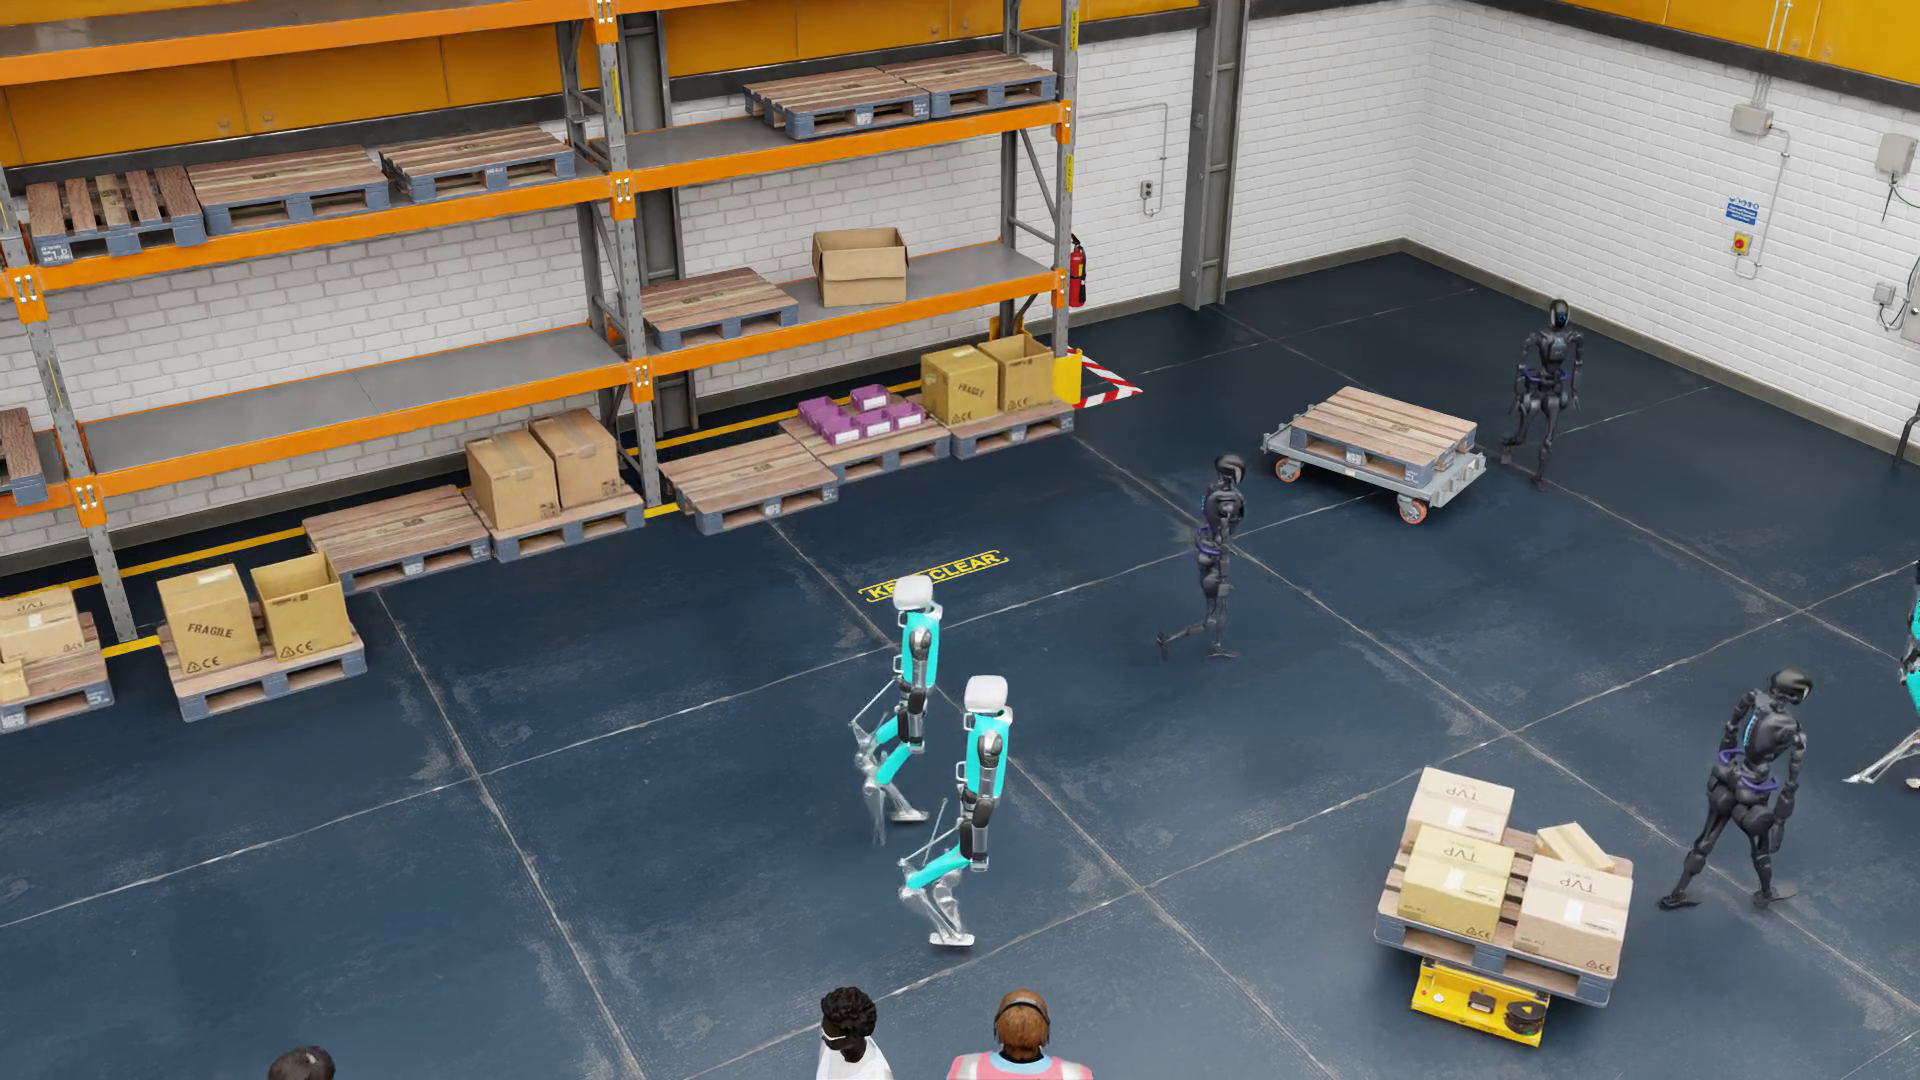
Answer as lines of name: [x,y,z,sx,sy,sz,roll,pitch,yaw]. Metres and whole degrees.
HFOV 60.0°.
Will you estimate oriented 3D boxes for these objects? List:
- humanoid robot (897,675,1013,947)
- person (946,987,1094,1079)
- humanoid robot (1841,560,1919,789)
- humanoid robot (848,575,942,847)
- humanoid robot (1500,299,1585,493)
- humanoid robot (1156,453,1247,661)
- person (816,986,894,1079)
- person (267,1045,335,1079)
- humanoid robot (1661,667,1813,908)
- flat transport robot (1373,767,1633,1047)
humanoid robot: [-0.079,1.552,8.835,0.740,1.888,0.549,0,29,0]
person: [0.247,2.582,6.825,0.620,1.837,0.431,6,30,10]
humanoid robot: [5.984,0.836,10.024,0.841,1.798,0.540,0,29,-1]
humanoid robot: [-0.446,1.045,9.715,0.692,1.886,0.538,1,29,1]
humanoid robot: [4.834,-1.260,13.789,0.593,1.642,0.621,-2,30,-4]
humanoid robot: [1.675,0.119,11.346,0.577,1.640,0.591,2,30,3]
person: [-0.432,2.541,7.022,0.317,1.695,0.539,-16,33,-26]
person: [-2.549,2.742,6.525,0.601,1.854,0.414,-8,31,-15]
humanoid robot: [4.372,1.364,9.168,0.760,1.629,0.611,-7,30,-12]
flat transport robot: [2.966,2.155,9.159,0.659,0.231,1.431,13,32,21]
